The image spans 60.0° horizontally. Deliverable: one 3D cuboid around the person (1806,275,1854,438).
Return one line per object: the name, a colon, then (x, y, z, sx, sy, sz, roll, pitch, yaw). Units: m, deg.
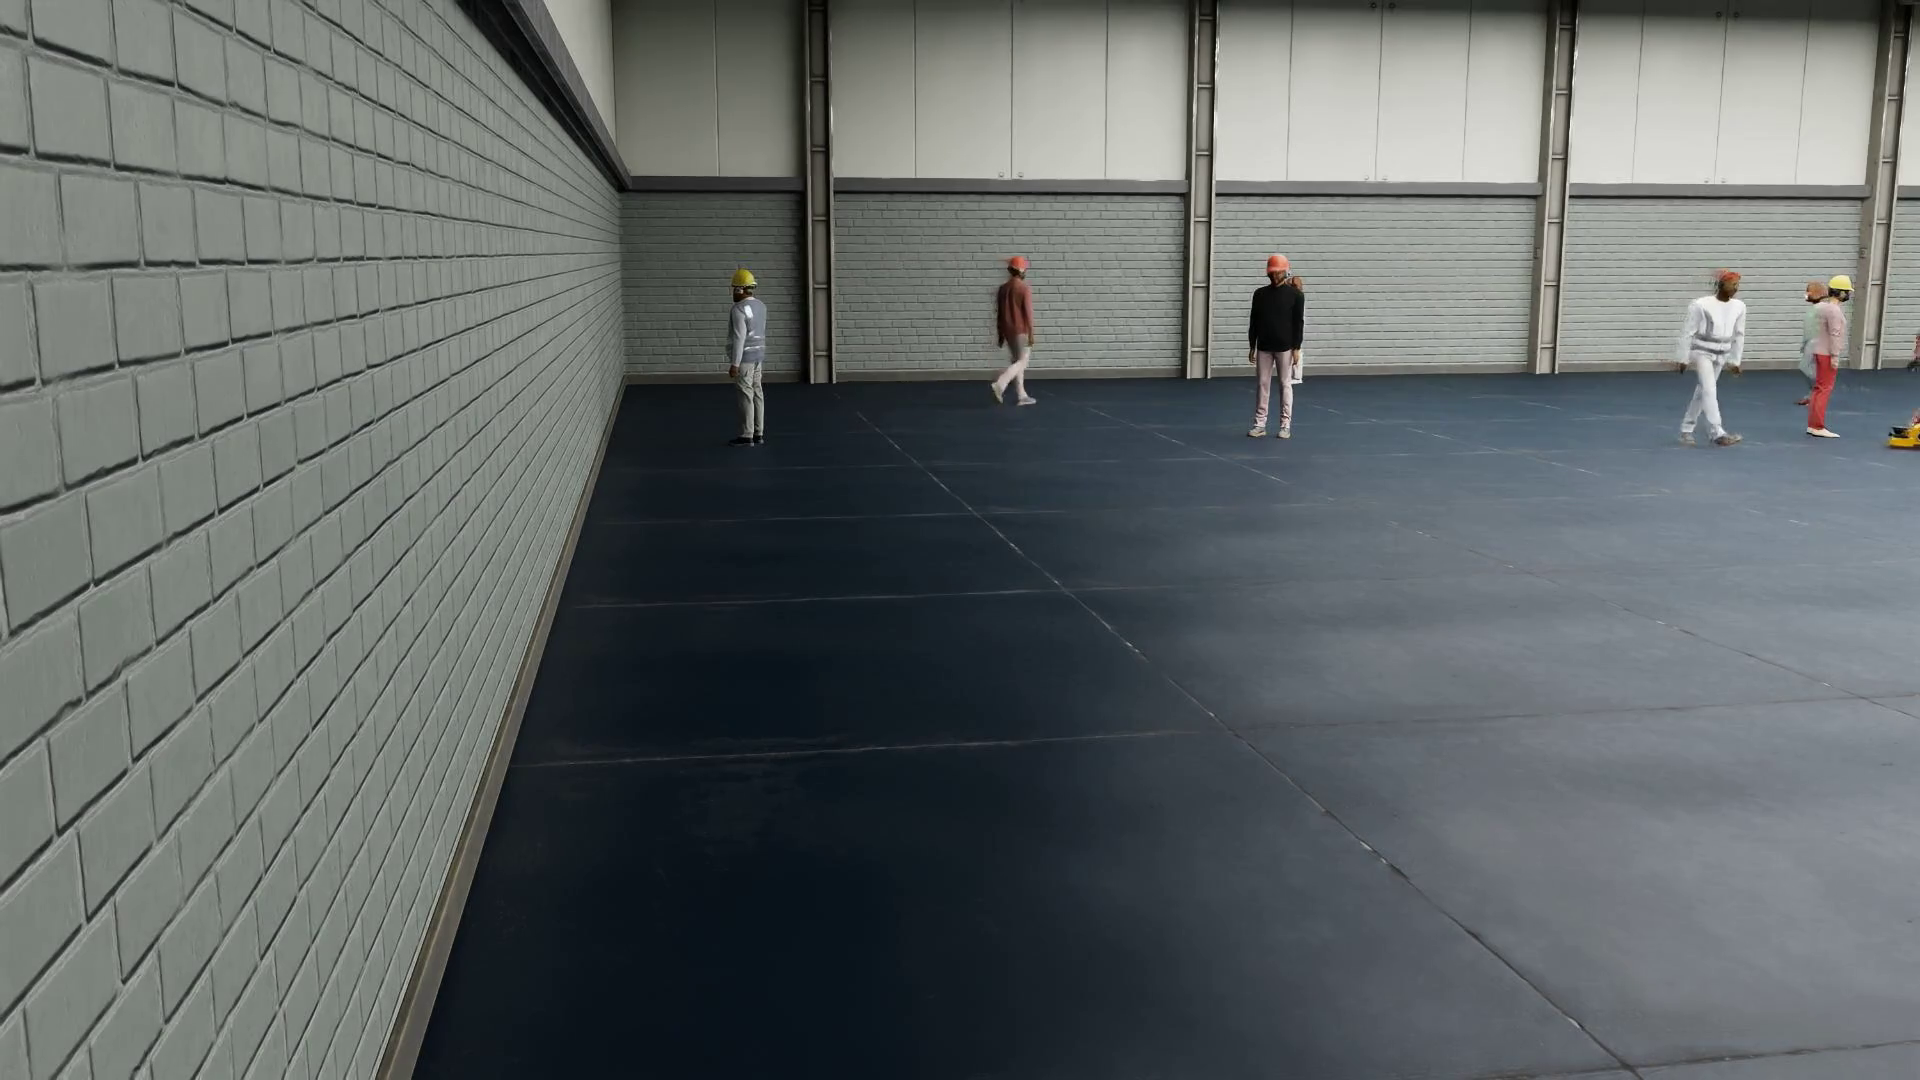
person: (9.527, -2.004, 18.177, 0.329, 1.765, 0.533, 3, 10, 16)

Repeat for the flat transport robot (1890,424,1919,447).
flat transport robot: (10.334, -1.043, 16.939, 1.431, 0.197, 0.652, 7, 12, 35)

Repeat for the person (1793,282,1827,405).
person: (11.146, -2.565, 21.821, 0.346, 1.617, 0.519, 2, 10, 9)

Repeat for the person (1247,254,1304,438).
person: (3.423, -2.104, 18.085, 0.611, 1.996, 0.375, 6, 11, 29)

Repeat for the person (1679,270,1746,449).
person: (7.782, -1.866, 17.189, 0.593, 1.828, 0.928, -2, 10, -13)

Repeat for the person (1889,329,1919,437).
person: (10.277, -1.907, 17.398, 1.027, 1.835, 0.685, -1, 10, -6)

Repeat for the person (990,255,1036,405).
person: (0.691, -2.728, 21.733, 0.767, 1.970, 0.627, -8, 13, -39)

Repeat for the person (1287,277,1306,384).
person: (5.115, -3.187, 25.353, 0.313, 1.639, 0.522, 2, 10, 13)

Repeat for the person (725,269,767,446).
person: (-2.240, -1.893, 17.338, 0.403, 1.833, 0.586, 3, 10, 19)
